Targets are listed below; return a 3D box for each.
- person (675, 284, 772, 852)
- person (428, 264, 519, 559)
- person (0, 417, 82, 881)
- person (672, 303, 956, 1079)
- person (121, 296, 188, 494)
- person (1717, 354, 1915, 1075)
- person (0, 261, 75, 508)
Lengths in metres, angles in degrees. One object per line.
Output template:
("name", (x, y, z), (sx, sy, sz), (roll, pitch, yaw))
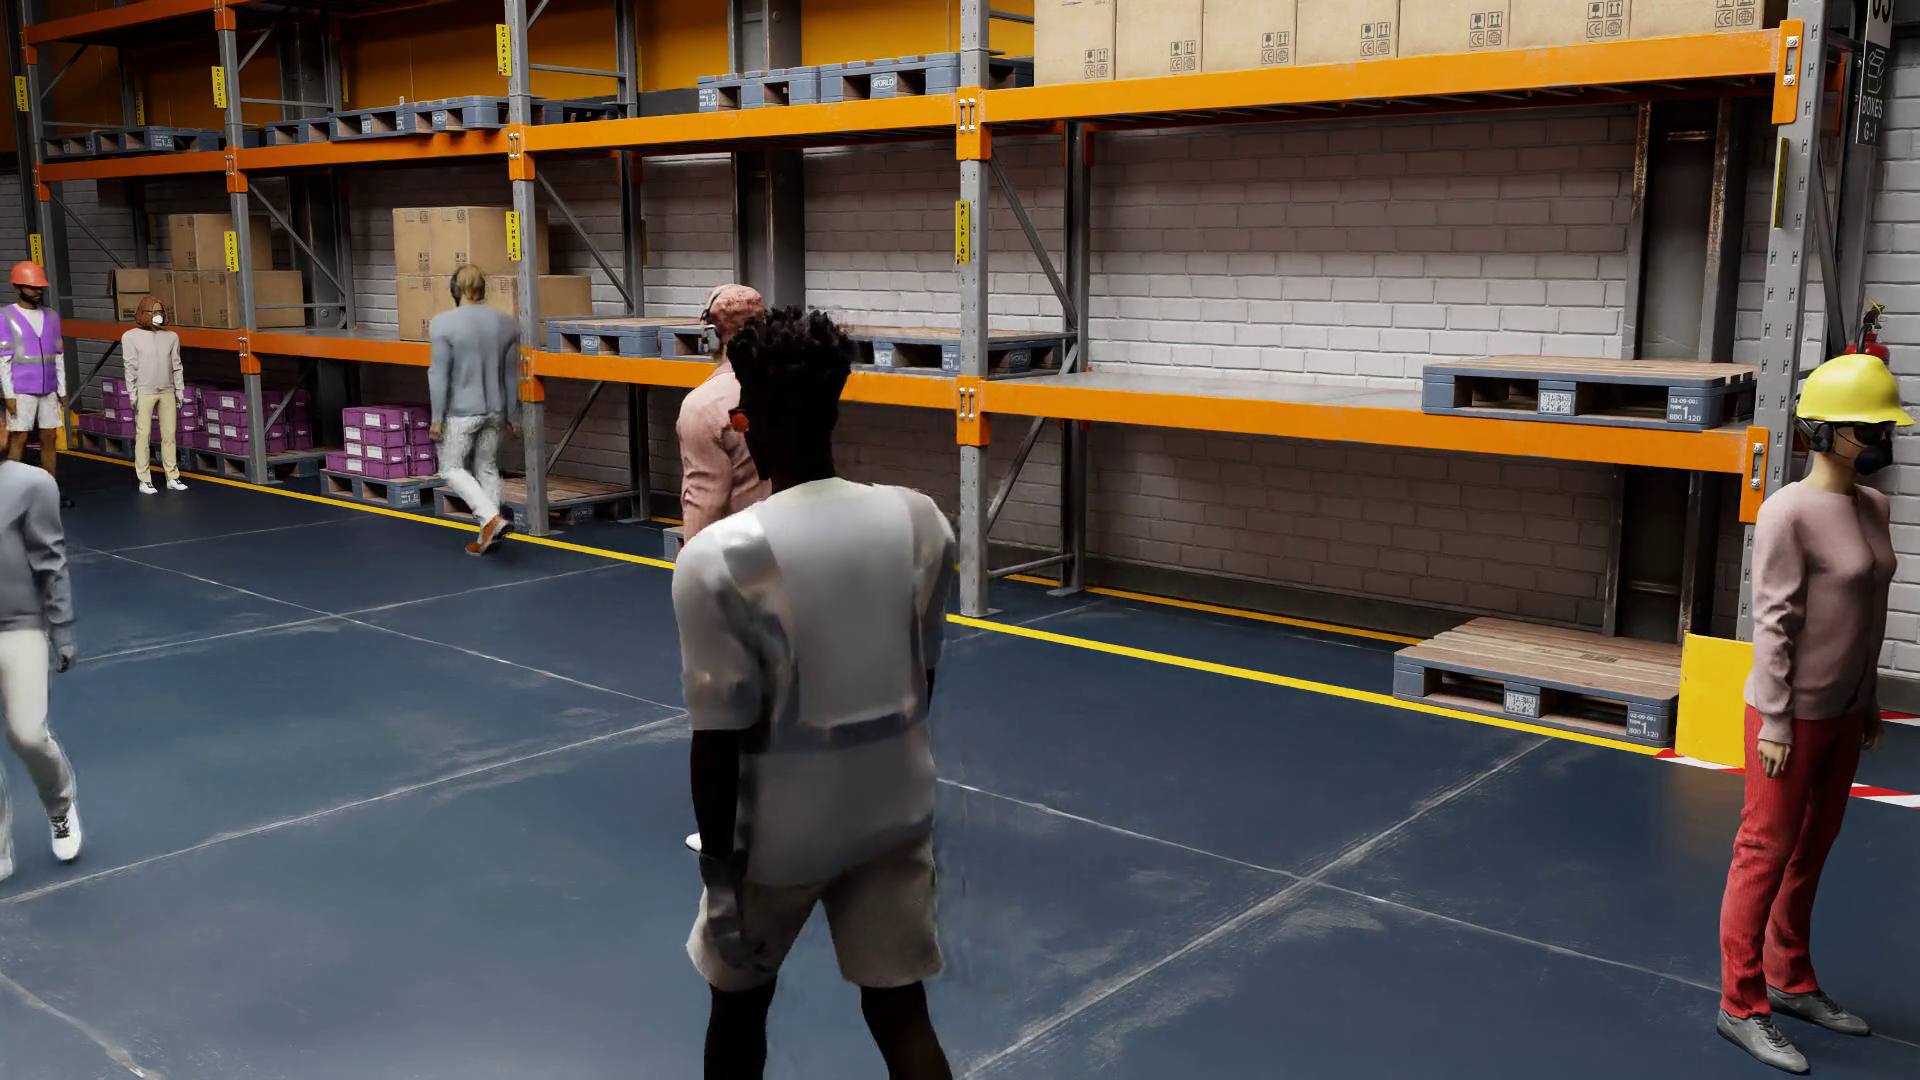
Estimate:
("person", (-0.727, 0.107, 5.570), (0.399, 1.903, 0.644), (6, 12, 32))
("person", (-3.079, -0.805, 10.699), (0.531, 1.921, 0.643), (8, 13, 37))
("person", (-3.065, 0.307, 5.233), (0.511, 1.621, 0.360), (-1, 10, -7))
("person", (-0.273, 0.514, 3.189), (0.613, 1.927, 0.933), (-6, 12, -33))
("person", (-6.675, -1.201, 13.801), (0.277, 1.629, 0.496), (7, 12, 35))
("person", (2.145, 0.423, 4.156), (0.523, 1.769, 0.309), (-7, 12, -36))
("person", (-7.100, -1.169, 12.781), (0.410, 1.927, 0.547), (5, 11, 26))
